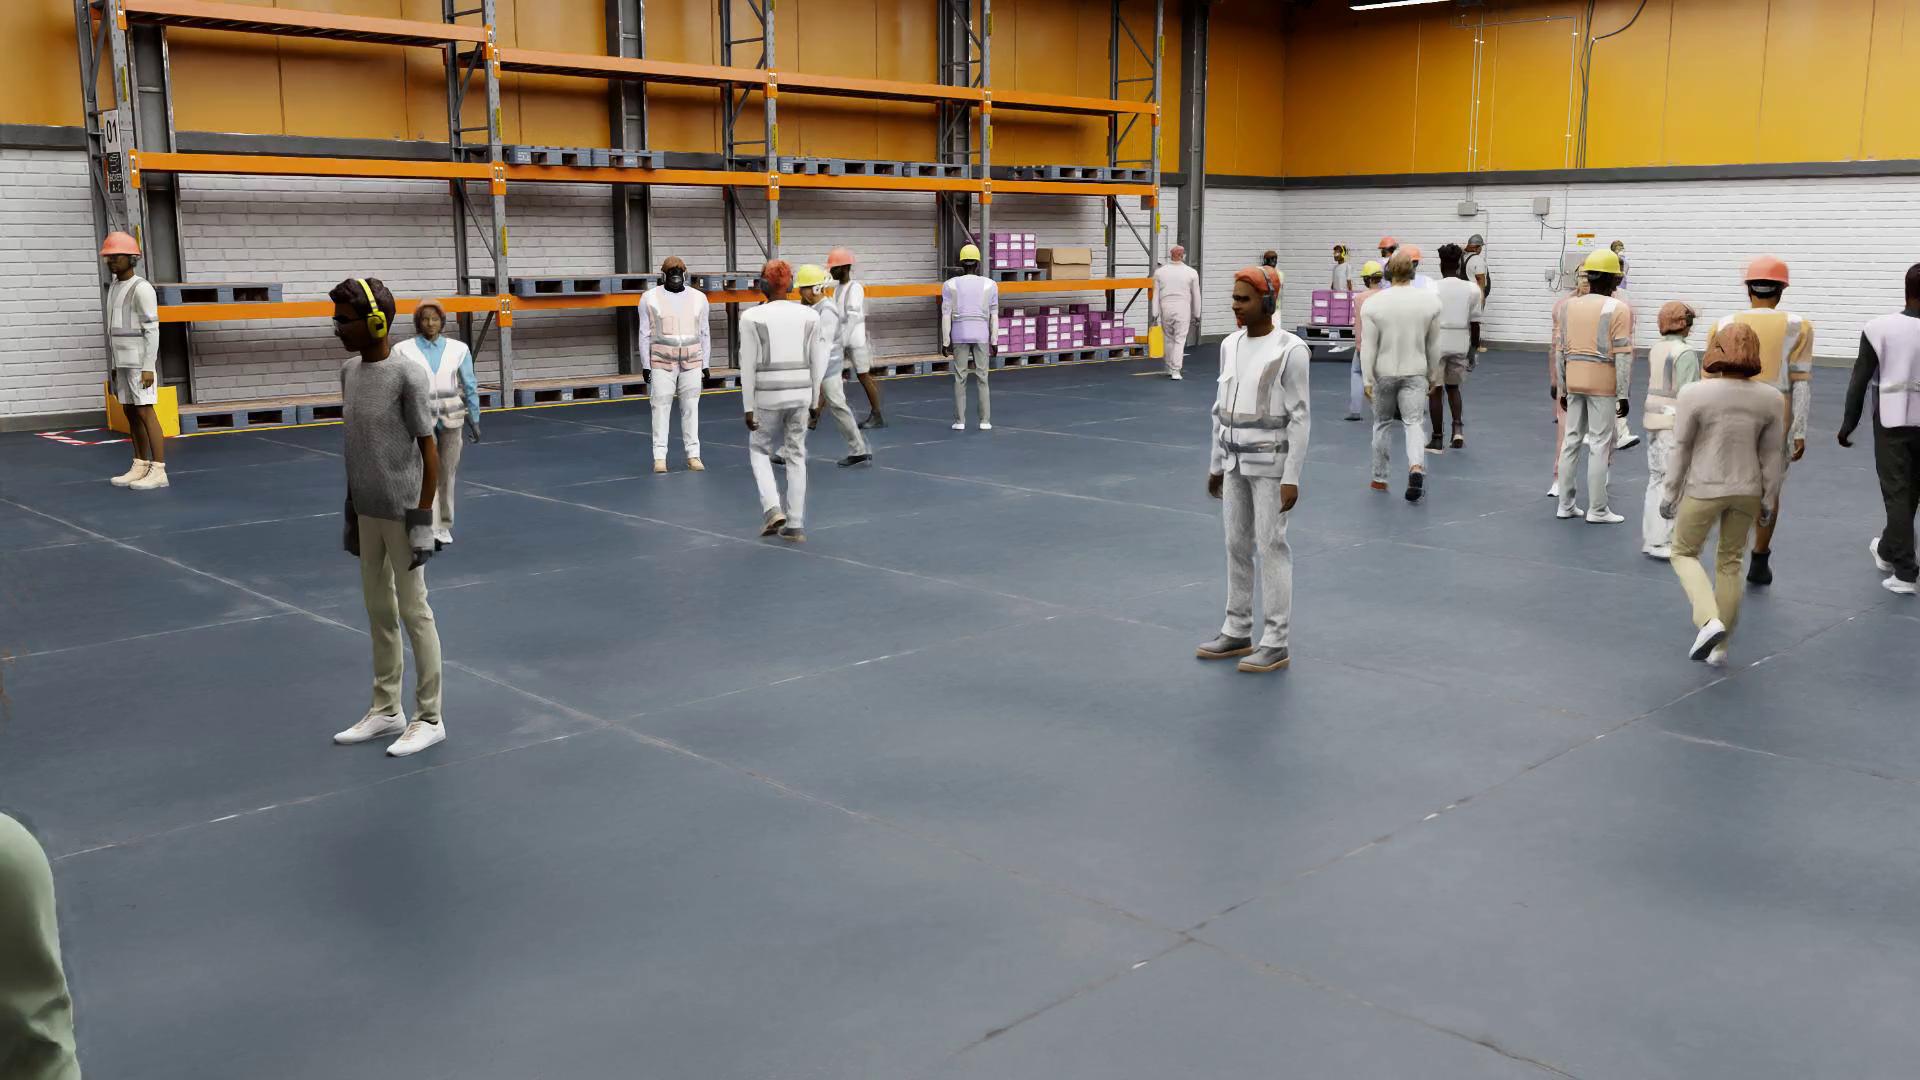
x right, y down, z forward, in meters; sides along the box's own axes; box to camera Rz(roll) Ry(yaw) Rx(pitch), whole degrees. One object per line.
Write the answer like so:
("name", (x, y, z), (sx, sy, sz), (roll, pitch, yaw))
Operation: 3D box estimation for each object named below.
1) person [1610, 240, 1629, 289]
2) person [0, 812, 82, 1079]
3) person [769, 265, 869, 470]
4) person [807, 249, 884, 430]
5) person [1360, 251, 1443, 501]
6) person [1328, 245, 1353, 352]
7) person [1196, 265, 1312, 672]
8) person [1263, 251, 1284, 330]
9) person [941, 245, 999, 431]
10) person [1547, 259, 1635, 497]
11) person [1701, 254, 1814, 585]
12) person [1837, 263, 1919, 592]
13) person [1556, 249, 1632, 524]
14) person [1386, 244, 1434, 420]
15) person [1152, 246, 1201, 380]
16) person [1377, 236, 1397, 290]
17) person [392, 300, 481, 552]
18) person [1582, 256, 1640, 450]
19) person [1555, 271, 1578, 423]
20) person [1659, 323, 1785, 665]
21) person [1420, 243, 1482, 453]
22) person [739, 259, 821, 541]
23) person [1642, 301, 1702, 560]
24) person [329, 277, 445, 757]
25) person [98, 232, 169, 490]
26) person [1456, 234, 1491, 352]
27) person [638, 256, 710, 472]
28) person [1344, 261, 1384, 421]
("person", (10.680, -3.926, 27.228), (0.629, 1.940, 0.376), (-5, 12, -26))
("person", (-1.341, 0.847, 2.092), (0.511, 1.622, 0.605), (0, 10, 1))
("person", (-1.215, -1.471, 14.315), (0.967, 1.772, 0.603), (-4, 11, -22))
("person", (-1.231, -2.060, 17.216), (1.037, 1.869, 0.561), (-7, 12, -33))
("person", (3.385, -1.260, 12.786), (0.632, 1.912, 0.895), (1, 10, 6))
("person", (6.540, -4.151, 28.688), (0.386, 1.853, 0.553), (-4, 11, -22))
("person", (1.379, -0.331, 7.773), (0.338, 1.883, 0.584), (-6, 12, -31))
("person", (4.676, -3.518, 25.434), (0.638, 1.798, 0.983), (-3, 11, -15))
("person", (0.102, -2.093, 17.271), (0.594, 1.922, 0.385), (-1, 10, -4))
("person", (4.972, -1.287, 13.125), (0.662, 1.860, 1.006), (7, 13, 34))
("person", (4.524, -0.663, 9.514), (0.587, 1.908, 0.738), (5, 12, 27))
("person", (5.489, -0.671, 9.690), (0.599, 1.864, 1.012), (1, 10, 8))
("person", (4.466, -1.077, 11.728), (0.364, 1.928, 0.587), (-7, 12, -32))
("person", (4.882, -2.243, 18.085), (0.560, 1.927, 0.523), (-1, 10, -3))
("person", (3.088, -3.211, 23.539), (0.671, 1.863, 0.958), (4, 11, 20))
("person", (7.111, -3.984, 27.387), (0.954, 2.008, 0.649), (10, 14, 44))
("person", (-3.337, -0.724, 10.657), (0.541, 1.599, 0.807), (-5, 12, -26))
("person", (6.177, -1.780, 15.849), (0.551, 1.818, 0.994), (-2, 11, -9))
("person", (6.763, -2.113, 17.868), (0.731, 1.733, 0.550), (-3, 11, -14))
("person", (3.553, -0.195, 7.743), (0.523, 1.617, 0.420), (0, 10, 2))
("person", (4.497, -1.775, 15.470), (0.619, 1.952, 0.424), (-1, 10, -8))
("person", (-1.185, -0.914, 11.016), (0.573, 1.870, 0.408), (-5, 11, -23))
("person", (4.486, -0.684, 10.467), (0.315, 1.608, 0.648), (0, 10, 1))
("person", (-2.244, -0.086, 6.501), (0.515, 1.864, 0.333), (7, 13, 34))
("person", (-6.633, -1.423, 13.292), (0.615, 2.043, 0.372), (8, 13, 38))
("person", (8.972, -4.300, 28.990), (0.538, 2.000, 0.683), (-4, 11, -19))
("person", (-2.437, -1.503, 14.287), (0.627, 1.844, 0.429), (-4, 11, -21))
("person", (4.411, -2.104, 17.839), (0.521, 1.744, 0.747), (-2, 11, -13))
